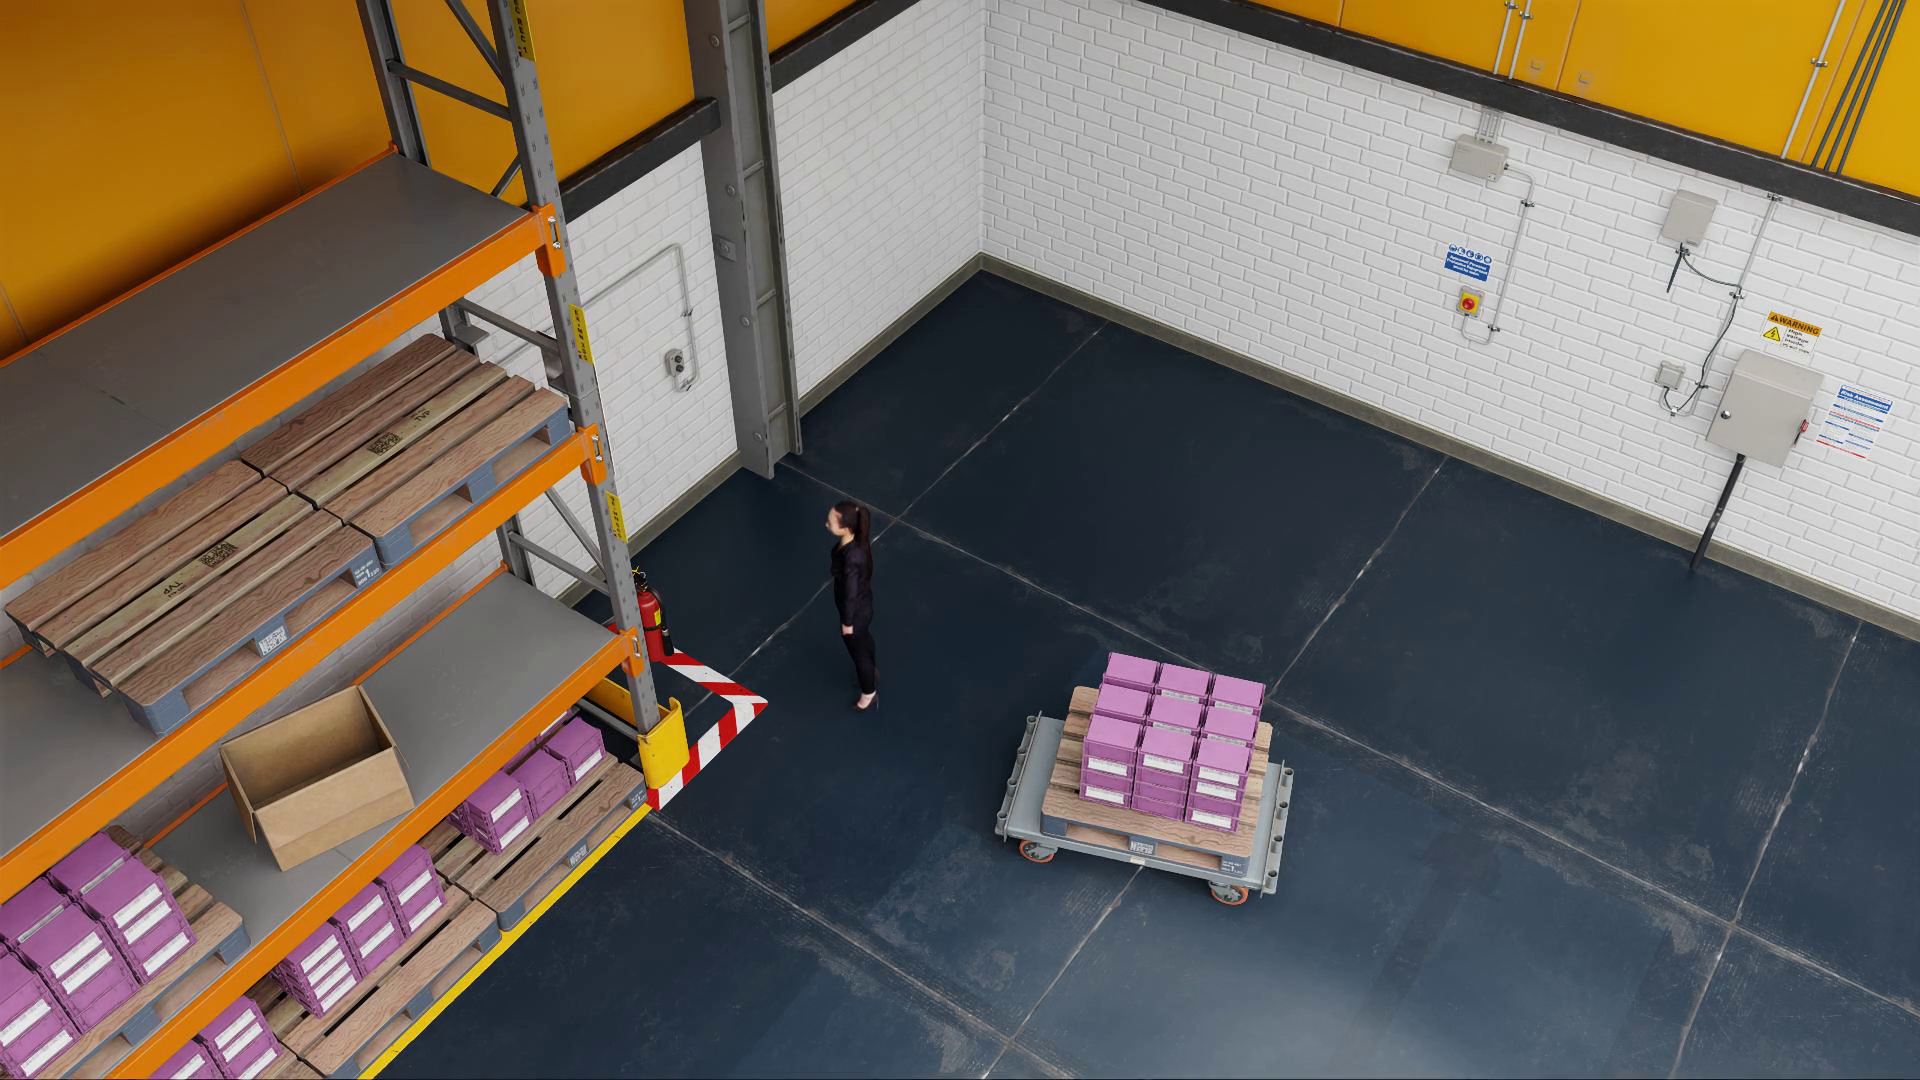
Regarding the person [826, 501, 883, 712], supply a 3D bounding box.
[{"bbox_3d":[-0.650,0.401,10.254,0.706,1.710,0.616,-1,44,-1],"label":"person"}]
